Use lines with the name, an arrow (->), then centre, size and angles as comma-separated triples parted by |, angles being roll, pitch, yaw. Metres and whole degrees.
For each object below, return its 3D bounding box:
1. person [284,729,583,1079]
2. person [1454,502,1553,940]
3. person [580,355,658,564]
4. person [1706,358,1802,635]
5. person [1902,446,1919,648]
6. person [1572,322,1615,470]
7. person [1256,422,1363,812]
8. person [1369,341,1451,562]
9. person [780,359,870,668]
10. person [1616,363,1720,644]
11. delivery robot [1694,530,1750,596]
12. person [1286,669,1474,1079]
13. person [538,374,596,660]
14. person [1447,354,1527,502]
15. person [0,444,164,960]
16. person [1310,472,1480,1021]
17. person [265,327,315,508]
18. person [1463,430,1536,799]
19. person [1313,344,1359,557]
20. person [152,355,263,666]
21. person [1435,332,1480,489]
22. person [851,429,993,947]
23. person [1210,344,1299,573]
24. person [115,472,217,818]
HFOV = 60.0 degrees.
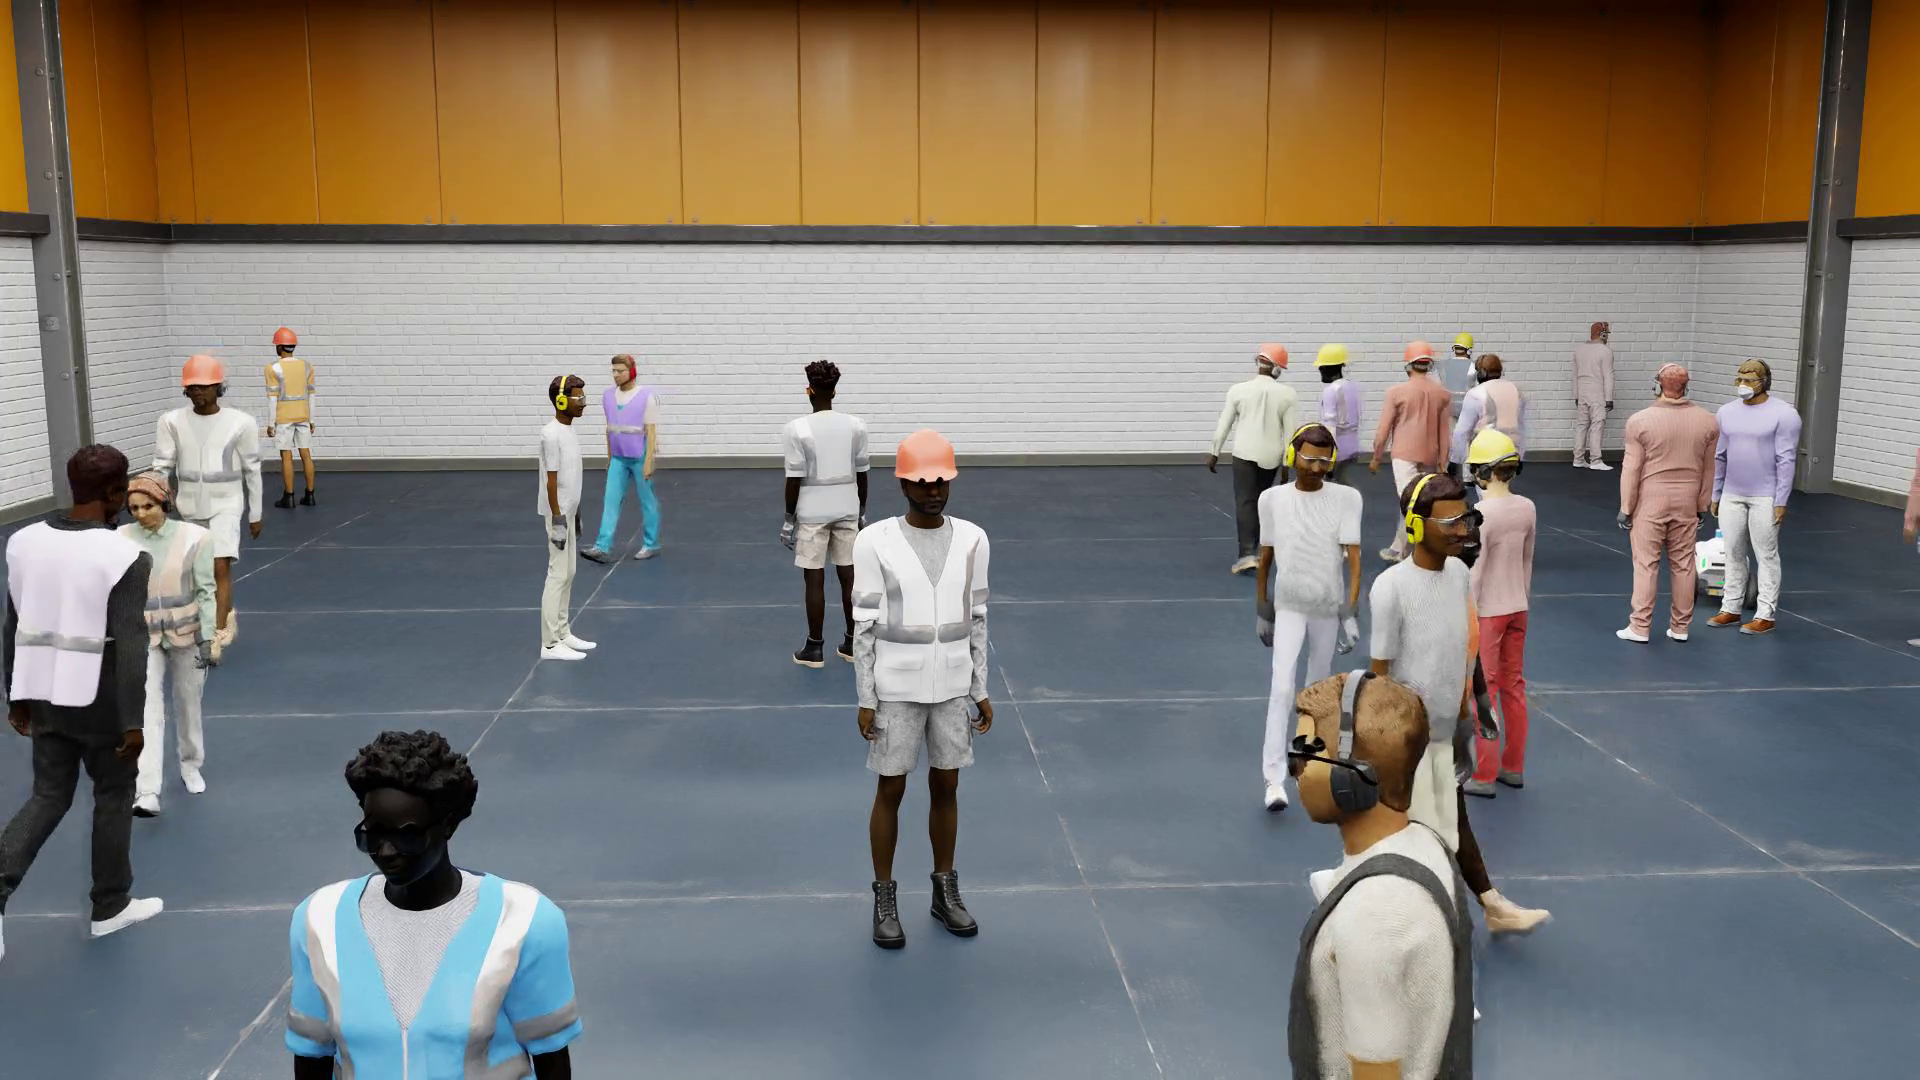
person -> -0.973, 1.170, 3.087 | 0.540, 1.695, 0.317 | 0, 9, 0
person -> 1.878, 0.672, 6.338 | 0.884, 1.643, 0.540 | 6, 11, 35
person -> -2.921, -0.683, 14.363 | 0.594, 1.804, 0.907 | 4, 10, 26
person -> 5.532, -0.304, 11.641 | 0.383, 1.932, 0.622 | -6, 11, -32
person -> 6.530, -0.129, 11.068 | 0.544, 1.750, 0.367 | -3, 9, -16
person -> 8.177, -1.850, 21.394 | 0.402, 1.906, 0.651 | -4, 10, -22
person -> 1.624, 0.366, 7.799 | 0.482, 1.814, 0.955 | 2, 9, 10
person -> 3.869, -0.710, 14.127 | 0.626, 1.951, 1.015 | -3, 10, -19
person -> -0.861, -0.167, 10.638 | 0.602, 1.967, 0.366 | -5, 10, -29
person -> 4.772, -0.241, 11.293 | 0.642, 1.908, 0.409 | -1, 9, -4
delivery robot -> 5.803, 0.164, 12.682 | 0.477, 0.478, 0.707 | 3, 10, 20
person -> 0.616, 1.122, 2.994 | 0.750, 1.820, 0.555 | 5, 10, 27
person -> -2.582, -0.149, 10.881 | 0.329, 1.861, 0.506 | 0, 9, 1
person -> 4.591, -0.707, 14.495 | 0.652, 1.813, 0.586 | -6, 11, -33
person -> -3.280, 0.606, 6.054 | 0.655, 1.879, 0.767 | 2, 9, 14
person -> 1.533, 0.669, 5.734 | 0.523, 1.856, 0.664 | -8, 12, -42
person -> -7.204, -1.310, 17.894 | 0.350, 1.942, 0.547 | 7, 12, 38
person -> 2.544, 0.353, 8.010 | 0.533, 1.765, 0.330 | -7, 11, -37
person -> 3.256, -0.786, 14.758 | 0.720, 1.898, 0.644 | 7, 12, 39
person -> -4.887, -0.203, 10.823 | 0.627, 1.988, 1.078 | -1, 9, -5
person -> 5.864, -1.510, 19.493 | 0.601, 1.830, 0.404 | 6, 11, 34
person -> -0.129, 0.549, 6.230 | 0.542, 1.939, 0.361 | -3, 10, -20
person -> 2.502, -0.697, 14.130 | 0.712, 1.927, 1.027 | 1, 9, 5
person -> -3.699, 0.484, 7.698 | 0.512, 1.594, 0.907 | -4, 10, -23
